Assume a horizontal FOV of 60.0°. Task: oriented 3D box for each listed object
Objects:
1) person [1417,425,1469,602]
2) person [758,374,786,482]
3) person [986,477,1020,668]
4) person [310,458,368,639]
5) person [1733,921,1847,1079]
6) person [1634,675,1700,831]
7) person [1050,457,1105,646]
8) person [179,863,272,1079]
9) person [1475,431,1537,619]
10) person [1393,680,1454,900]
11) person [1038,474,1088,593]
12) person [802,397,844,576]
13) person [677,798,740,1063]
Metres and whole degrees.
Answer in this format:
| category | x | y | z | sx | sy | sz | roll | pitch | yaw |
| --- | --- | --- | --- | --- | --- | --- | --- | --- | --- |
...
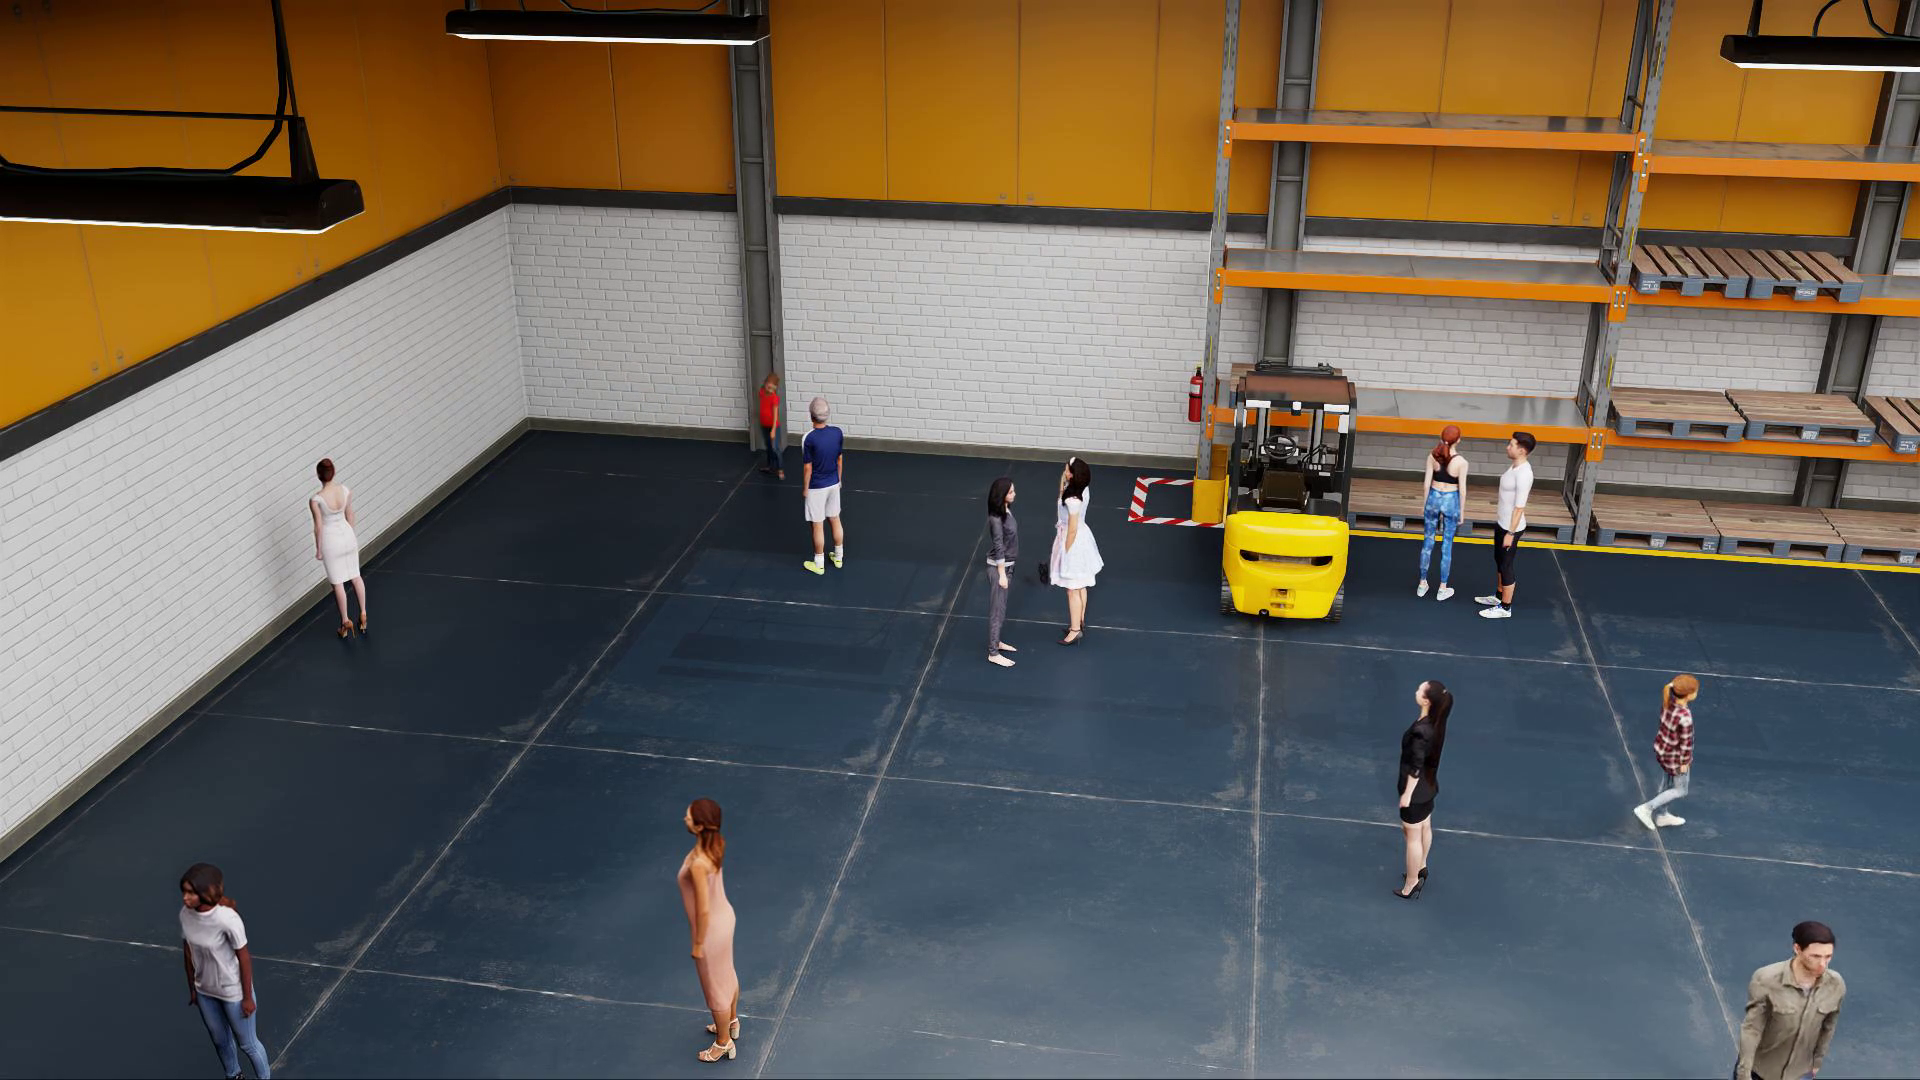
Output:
| category | x | y | z | sx | sy | sz | roll | pitch | yaw |
| --- | --- | --- | --- | --- | --- | --- | --- | --- | --- |
| person | 4.693 | -0.277 | 16.186 | 0.623 | 1.785 | 0.716 | 13 | 27 | 28 |
| person | -2.214 | -1.344 | 19.255 | 0.709 | 1.284 | 0.598 | -12 | 27 | -26 |
| person | 0.363 | 0.257 | 14.991 | 0.519 | 1.764 | 0.601 | 3 | 24 | 6 |
| person | -5.750 | 0.065 | 15.396 | 0.634 | 1.792 | 0.633 | 19 | 30 | 36 |
| person | 4.410 | 2.799 | 9.082 | 1.117 | 1.840 | 0.757 | 3 | 24 | 7 |
| person | 5.307 | 1.603 | 12.492 | 0.698 | 1.300 | 0.598 | 0 | 24 | 0 |
| person | 1.049 | 0.102 | 15.280 | 0.752 | 1.817 | 0.726 | 7 | 25 | 16 |
| person | -4.267 | 2.617 | 9.648 | 0.500 | 1.719 | 0.680 | 8 | 25 | 17 |
| person | 5.237 | -0.158 | 15.831 | 0.544 | 1.852 | 0.670 | 4 | 24 | 8 |
| person | 3.232 | 1.741 | 11.681 | 0.662 | 1.697 | 0.674 | 15 | 28 | 30 |
| person | 1.028 | -0.073 | 16.367 | 0.817 | 1.268 | 0.692 | 20 | 30 | 38 |
| person | -1.382 | -0.559 | 16.766 | 0.722 | 1.839 | 0.761 | -19 | 30 | -37 |
| person | -1.497 | 2.357 | 10.104 | 0.508 | 1.831 | 0.580 | 4 | 24 | 8 |
